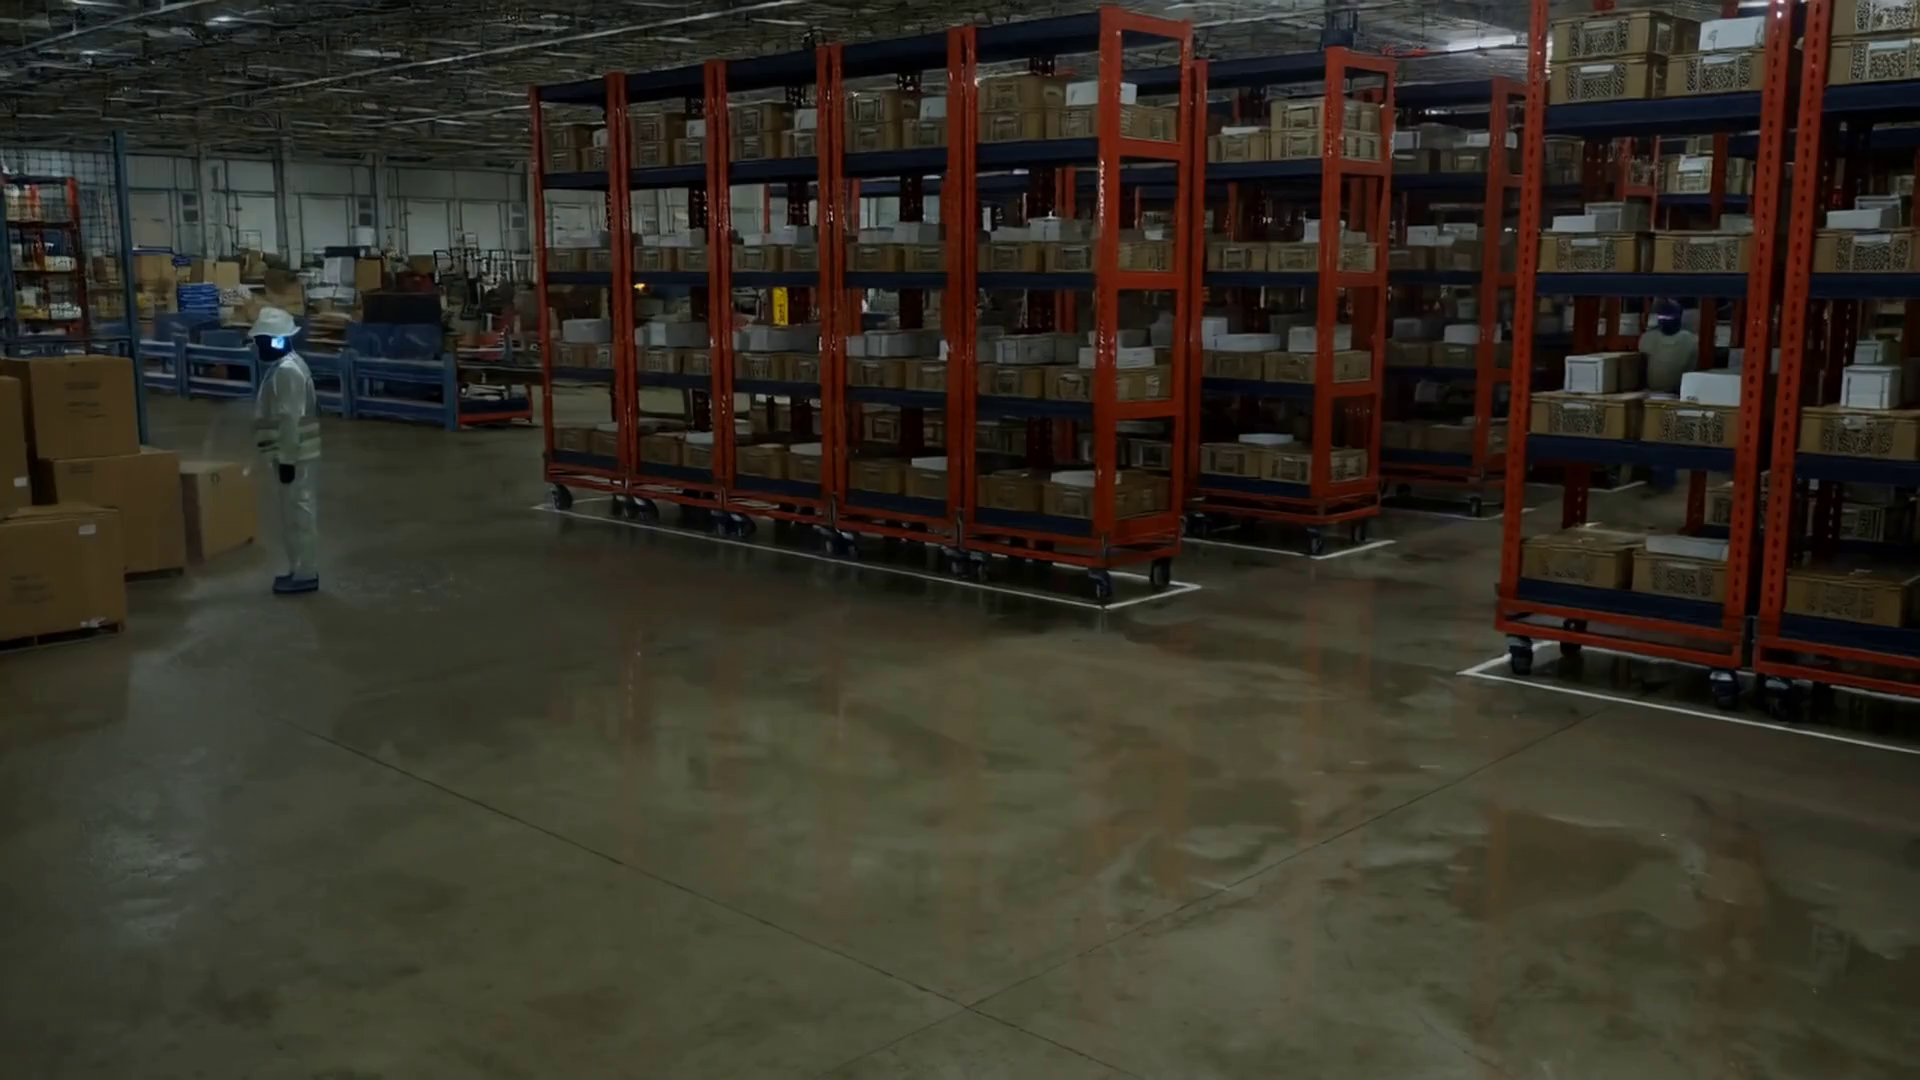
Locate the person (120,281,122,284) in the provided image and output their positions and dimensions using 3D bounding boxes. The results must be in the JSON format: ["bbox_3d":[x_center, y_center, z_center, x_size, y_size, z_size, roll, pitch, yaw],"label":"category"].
[{"bbox_3d":[-35.252,-10.343,70.391,0.890,1.891,0.598,-5,10,-27],"label":"person"}]

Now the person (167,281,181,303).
[{"bbox_3d":[-20.133,-5.788,42.845,0.326,1.767,0.533,4,10,25],"label":"person"}]

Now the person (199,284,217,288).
[{"bbox_3d":[-25.692,-8.205,56.963,0.627,2.011,1.002,1,9,8],"label":"person"}]

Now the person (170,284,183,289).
[{"bbox_3d":[-29.740,-9.149,63.265,0.515,1.837,0.880,-2,10,-14],"label":"person"}]

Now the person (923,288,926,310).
[{"bbox_3d":[-1.371,-8.213,57.669,0.965,1.773,0.605,9,13,43],"label":"person"}]

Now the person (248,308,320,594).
[{"bbox_3d":[-4.319,-0.567,10.671,0.404,1.824,0.586,-4,10,-23],"label":"person"}]

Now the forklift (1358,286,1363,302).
[{"bbox_3d":[11.100,-7.017,46.970,1.873,2.768,1.129,9,13,43],"label":"forklift"}]

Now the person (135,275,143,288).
[{"bbox_3d":[-32.175,-9.443,65.019,0.625,1.844,0.429,8,12,40],"label":"person"}]

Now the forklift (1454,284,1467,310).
[{"bbox_3d":[14.532,-7.133,47.680,1.873,2.768,1.129,9,13,42],"label":"forklift"}]

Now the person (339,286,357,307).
[{"bbox_3d":[-17.636,-6.635,47.833,0.926,1.825,0.545,9,13,43],"label":"person"}]

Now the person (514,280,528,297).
[{"bbox_3d":[-15.532,-8.377,58.987,0.540,1.681,0.583,2,9,12],"label":"person"}]

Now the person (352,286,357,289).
[{"bbox_3d":[-31.693,-13.015,87.316,0.927,1.708,0.533,7,12,37],"label":"person"}]

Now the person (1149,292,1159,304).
[{"bbox_3d":[6.648,-8.055,56.990,0.409,1.680,0.544,6,11,34],"label":"person"}]

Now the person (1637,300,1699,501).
[{"bbox_3d":[6.412,-1.282,15.110,0.583,1.804,0.957,9,13,44],"label":"person"}]
